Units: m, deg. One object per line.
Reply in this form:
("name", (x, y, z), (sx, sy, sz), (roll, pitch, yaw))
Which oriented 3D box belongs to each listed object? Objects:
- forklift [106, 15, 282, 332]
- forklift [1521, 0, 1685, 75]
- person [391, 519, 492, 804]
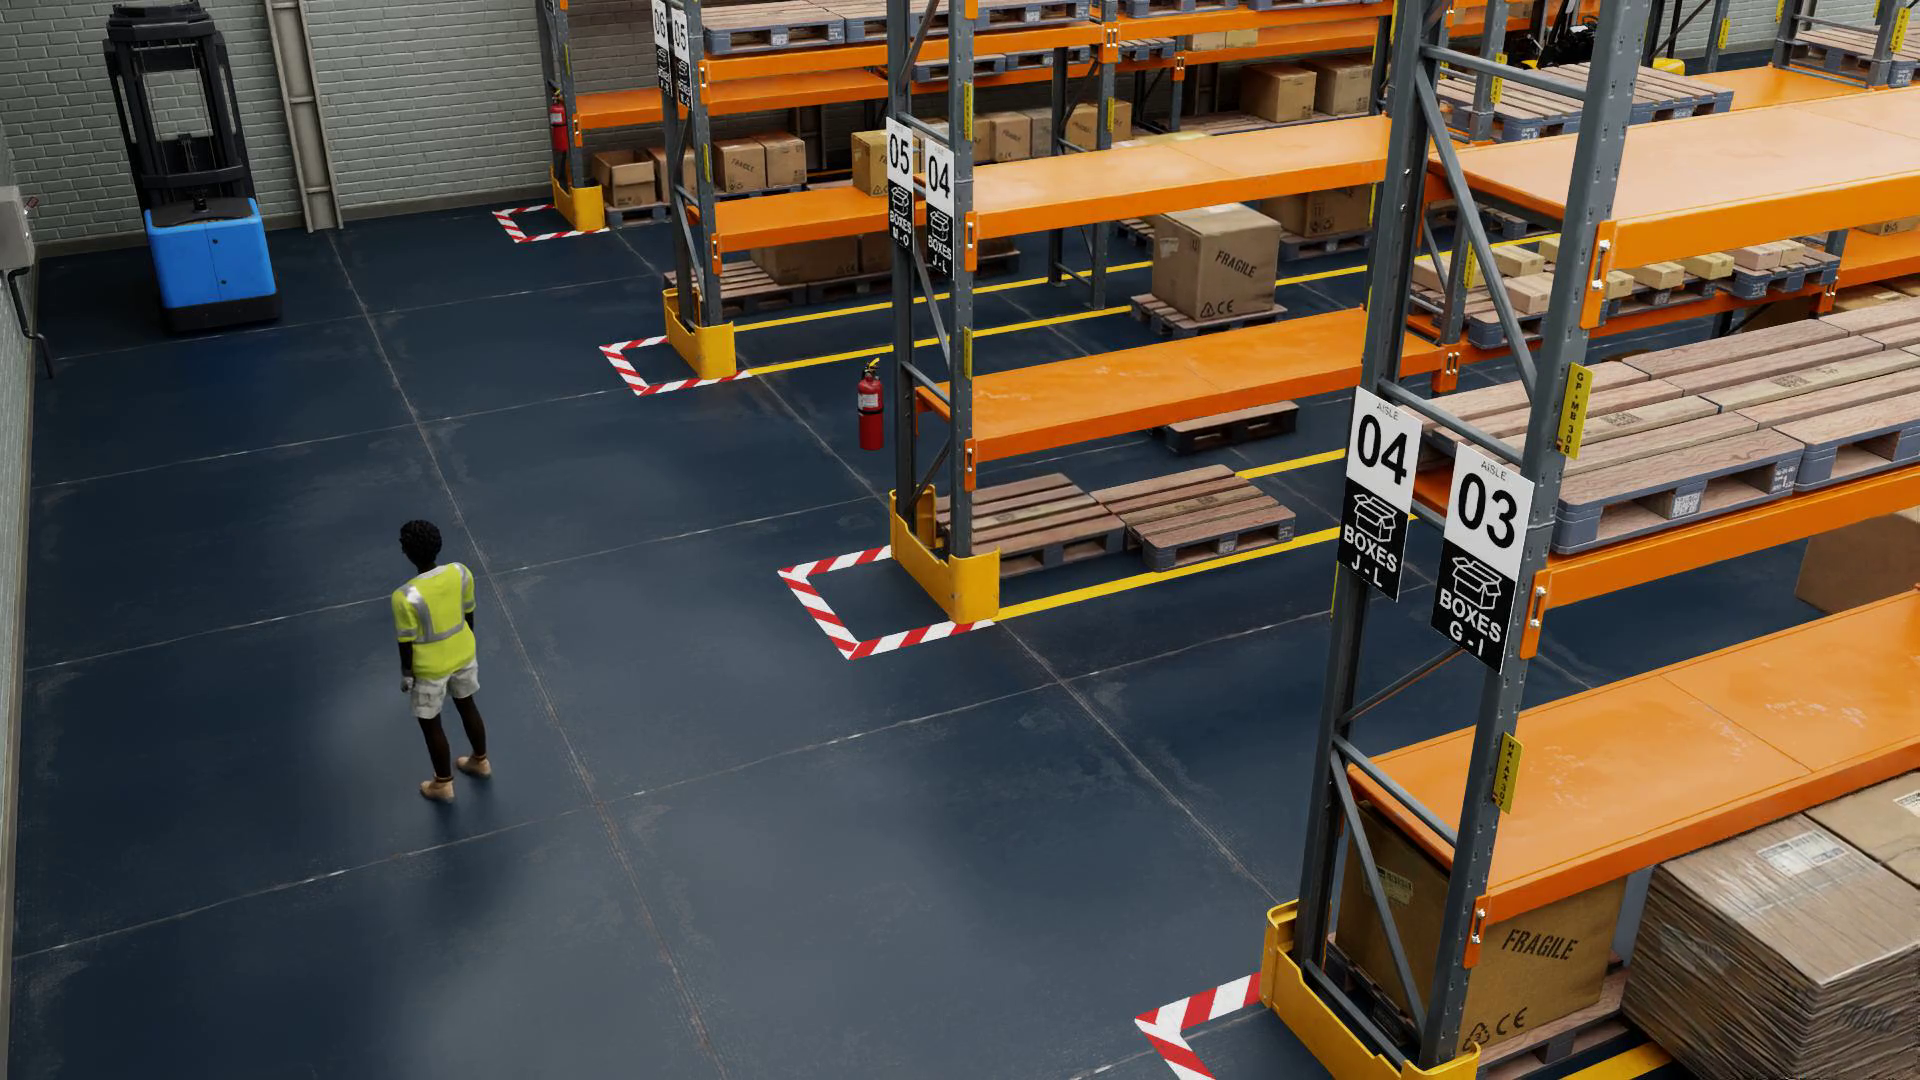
("forklift", (-7.548, -3.672, 16.323), (1.129, 2.768, 1.873), (-12, 30, -22))
("forklift", (8.950, -6.807, 23.056), (1.214, 2.155, 2.313), (-12, 30, -22))
("person", (-2.892, 0.666, 9.287), (0.320, 1.683, 0.538), (16, 32, 28))
